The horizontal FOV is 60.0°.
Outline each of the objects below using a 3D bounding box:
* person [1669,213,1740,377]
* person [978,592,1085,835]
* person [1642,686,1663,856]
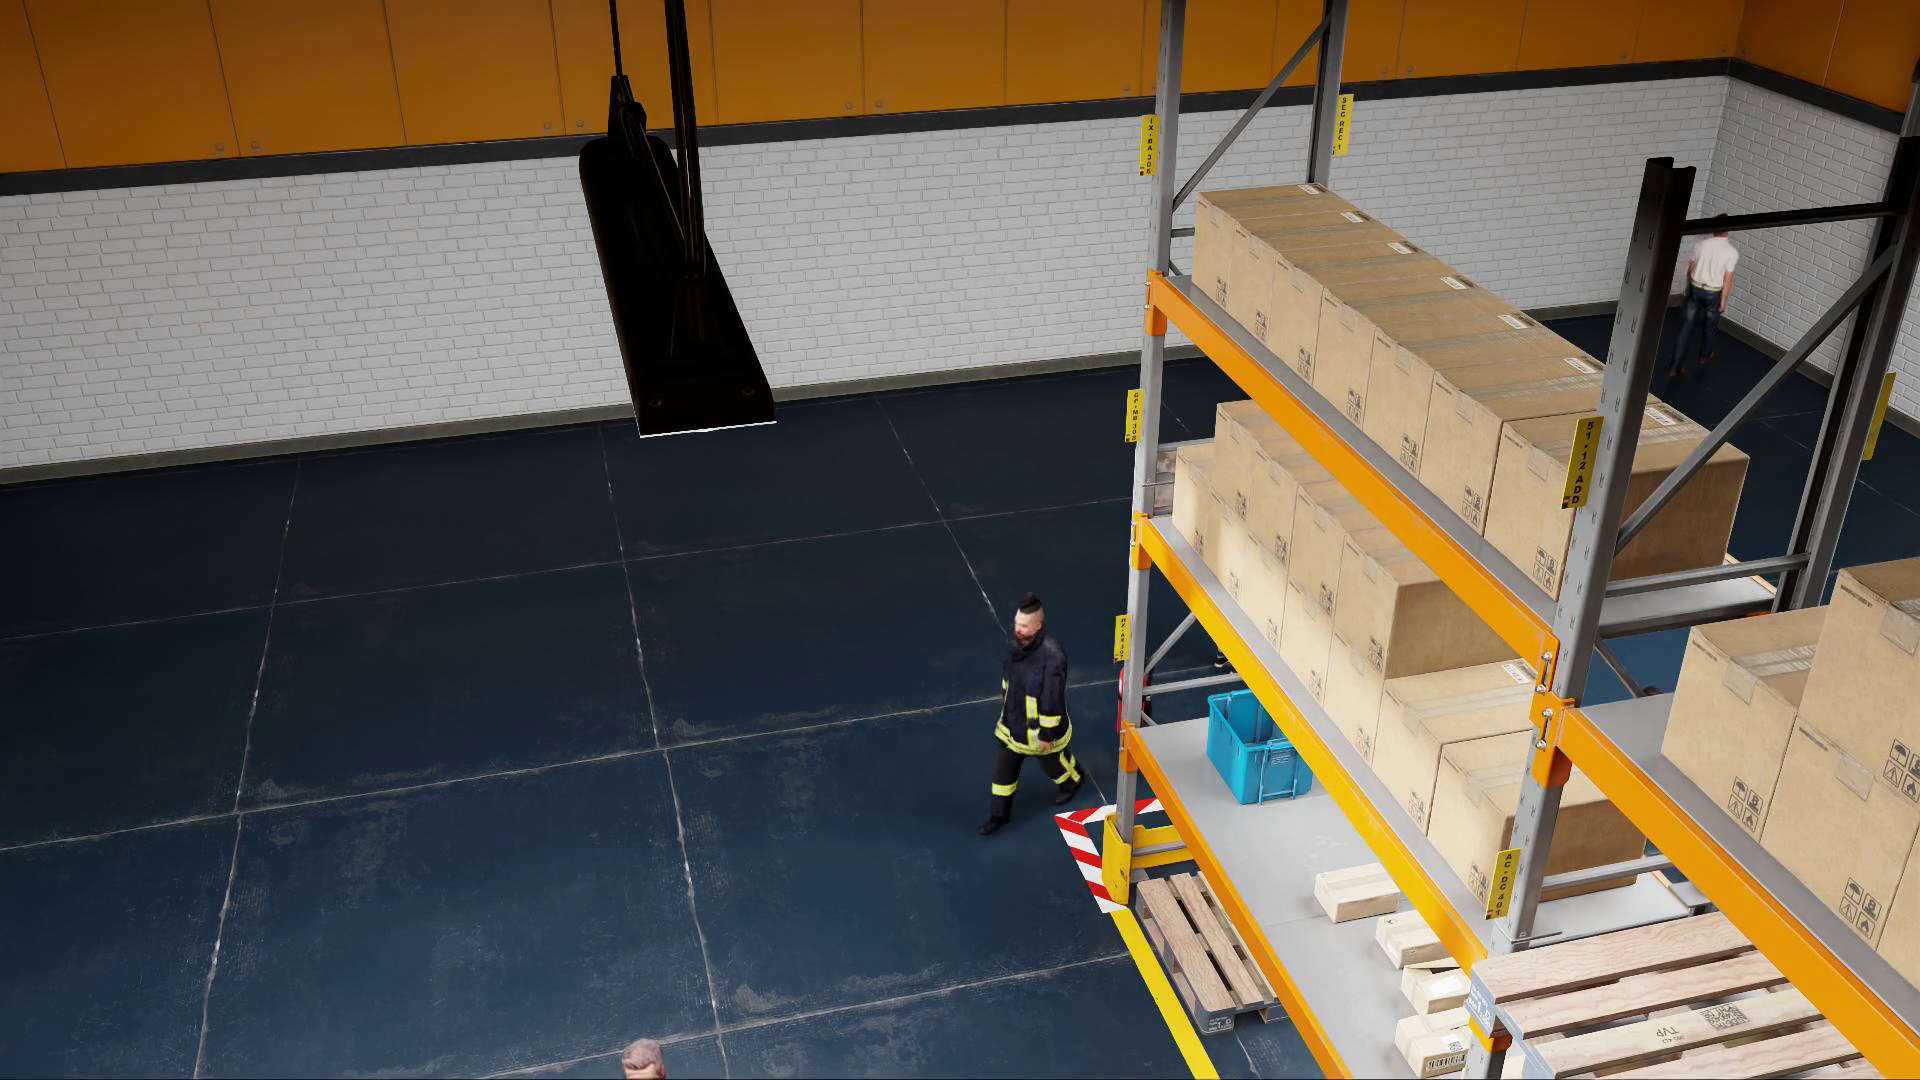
[{"bbox_3d":[8.196,-2.669,18.426,1.255,1.804,1.162,25,37,38],"label":"person"},{"bbox_3d":[0.574,1.143,11.412,1.185,1.829,1.229,-25,37,-38],"label":"person"},{"bbox_3d":[4.183,1.691,10.438,0.748,1.799,0.749,7,29,13],"label":"person"}]
